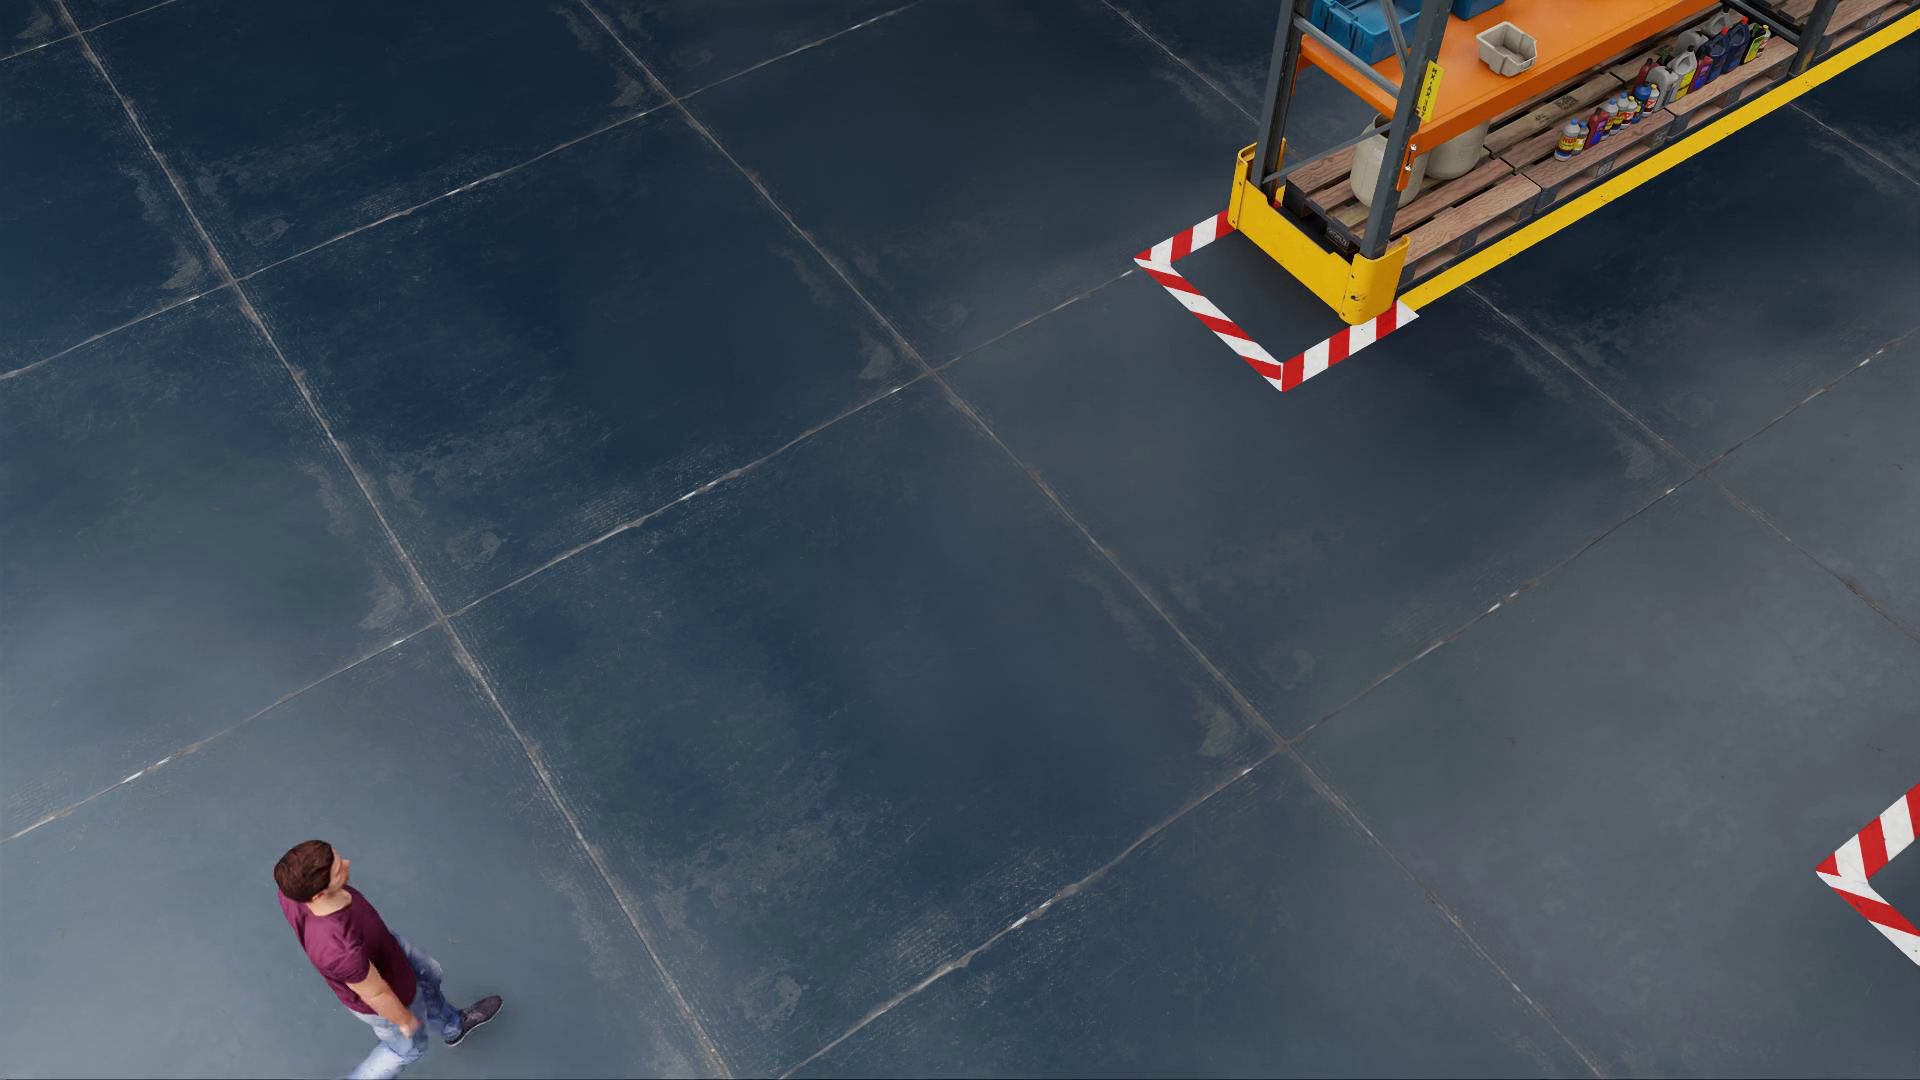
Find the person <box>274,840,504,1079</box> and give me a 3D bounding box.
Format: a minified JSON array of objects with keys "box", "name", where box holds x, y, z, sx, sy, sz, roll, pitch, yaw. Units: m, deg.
[{"box":[-2.283,1.686,6.265,1.049,1.829,0.691,-32,59,-22],"name":"person"}]
